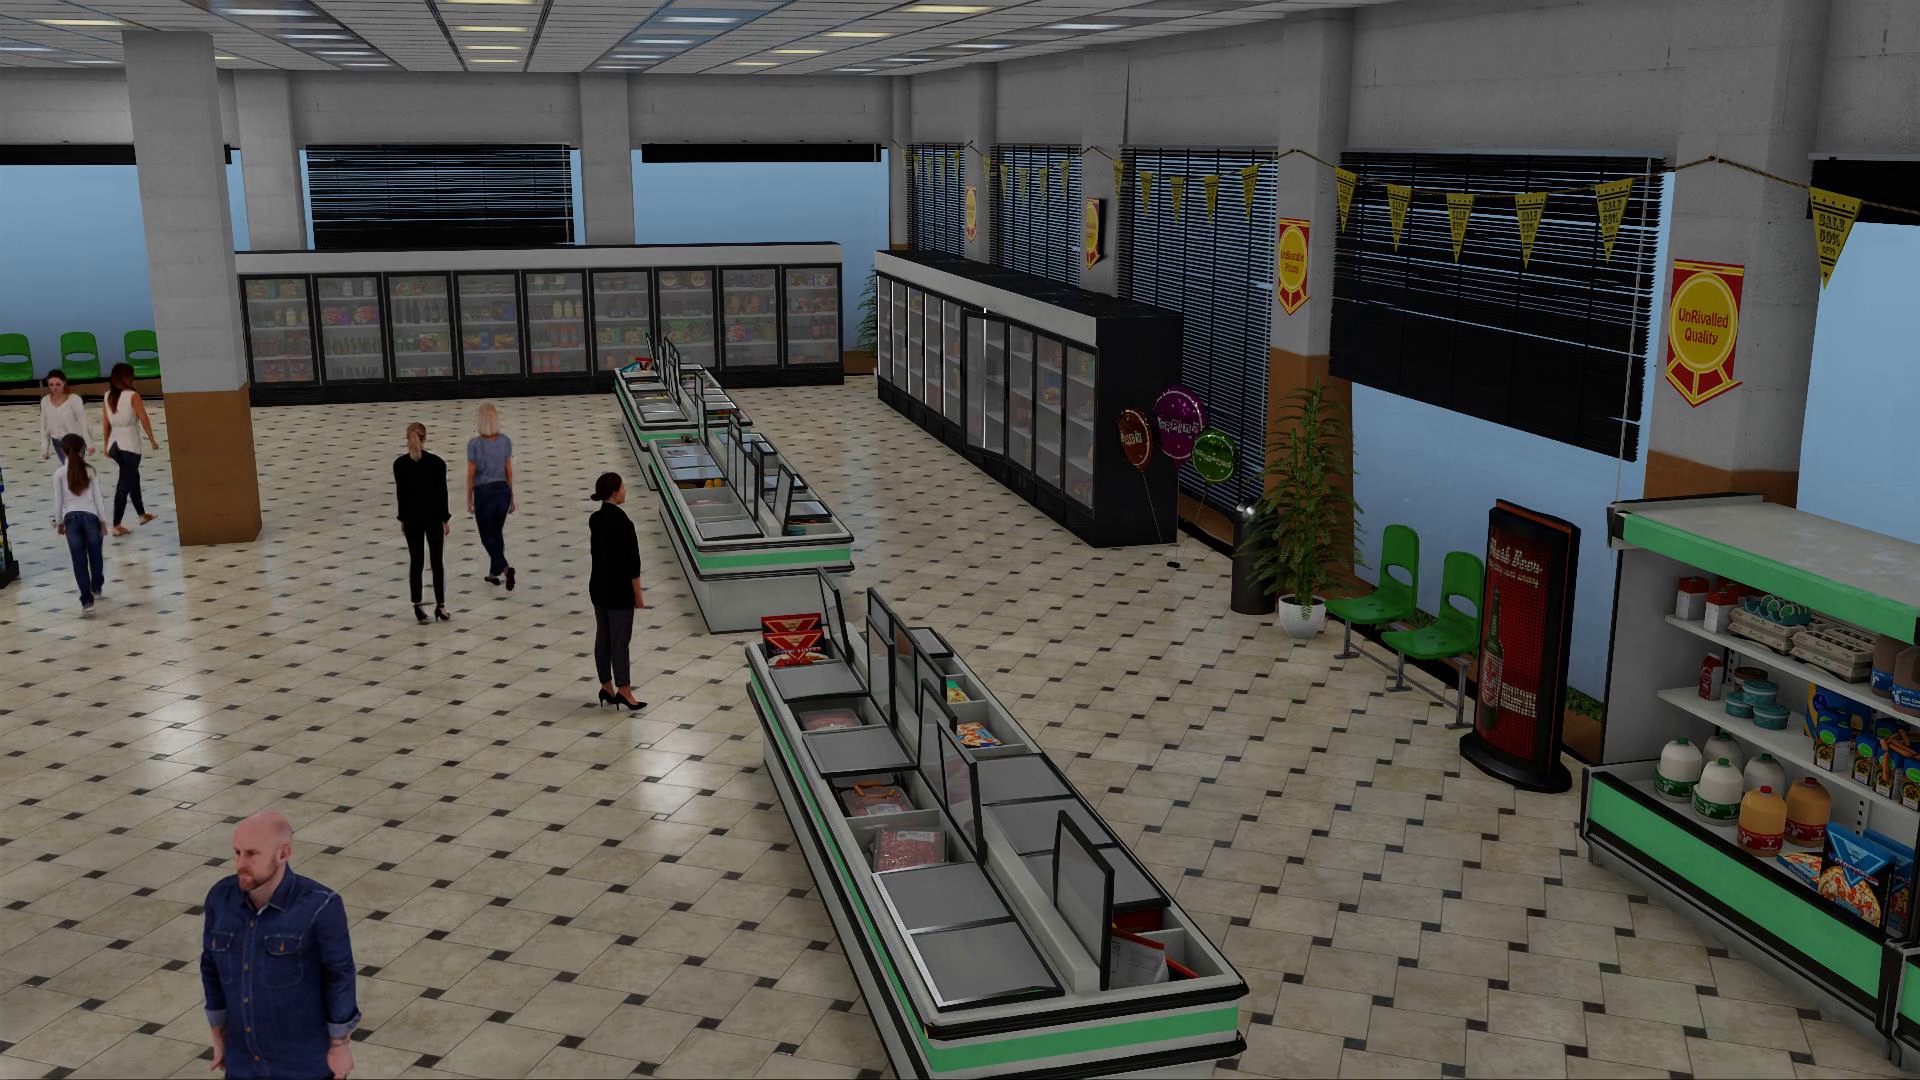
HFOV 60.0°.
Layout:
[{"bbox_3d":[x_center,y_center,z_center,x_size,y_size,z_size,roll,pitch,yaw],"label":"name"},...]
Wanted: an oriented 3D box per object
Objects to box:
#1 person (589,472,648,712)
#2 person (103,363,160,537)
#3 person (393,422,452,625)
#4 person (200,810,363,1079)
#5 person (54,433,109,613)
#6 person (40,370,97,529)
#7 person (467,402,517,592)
[{"bbox_3d":[-2.465,0.366,11.832,0.689,1.719,0.792,12,18,42],"label":"person"},{"bbox_3d":[-8.569,-0.889,16.952,0.895,1.746,1.048,4,14,16],"label":"person"},{"bbox_3d":[-4.499,-0.140,13.951,0.653,1.705,0.606,0,14,0],"label":"person"},{"bbox_3d":[-2.337,1.790,5.747,0.799,1.820,0.764,2,14,9],"label":"person"},{"bbox_3d":[-7.523,-0.111,14.238,0.724,1.513,1.115,-8,16,-28],"label":"person"},{"bbox_3d":[-9.296,-0.955,17.448,0.906,1.639,1.173,1,14,4],"label":"person"},{"bbox_3d":[-4.149,-0.355,14.848,0.845,1.700,1.083,-11,17,-37],"label":"person"}]
